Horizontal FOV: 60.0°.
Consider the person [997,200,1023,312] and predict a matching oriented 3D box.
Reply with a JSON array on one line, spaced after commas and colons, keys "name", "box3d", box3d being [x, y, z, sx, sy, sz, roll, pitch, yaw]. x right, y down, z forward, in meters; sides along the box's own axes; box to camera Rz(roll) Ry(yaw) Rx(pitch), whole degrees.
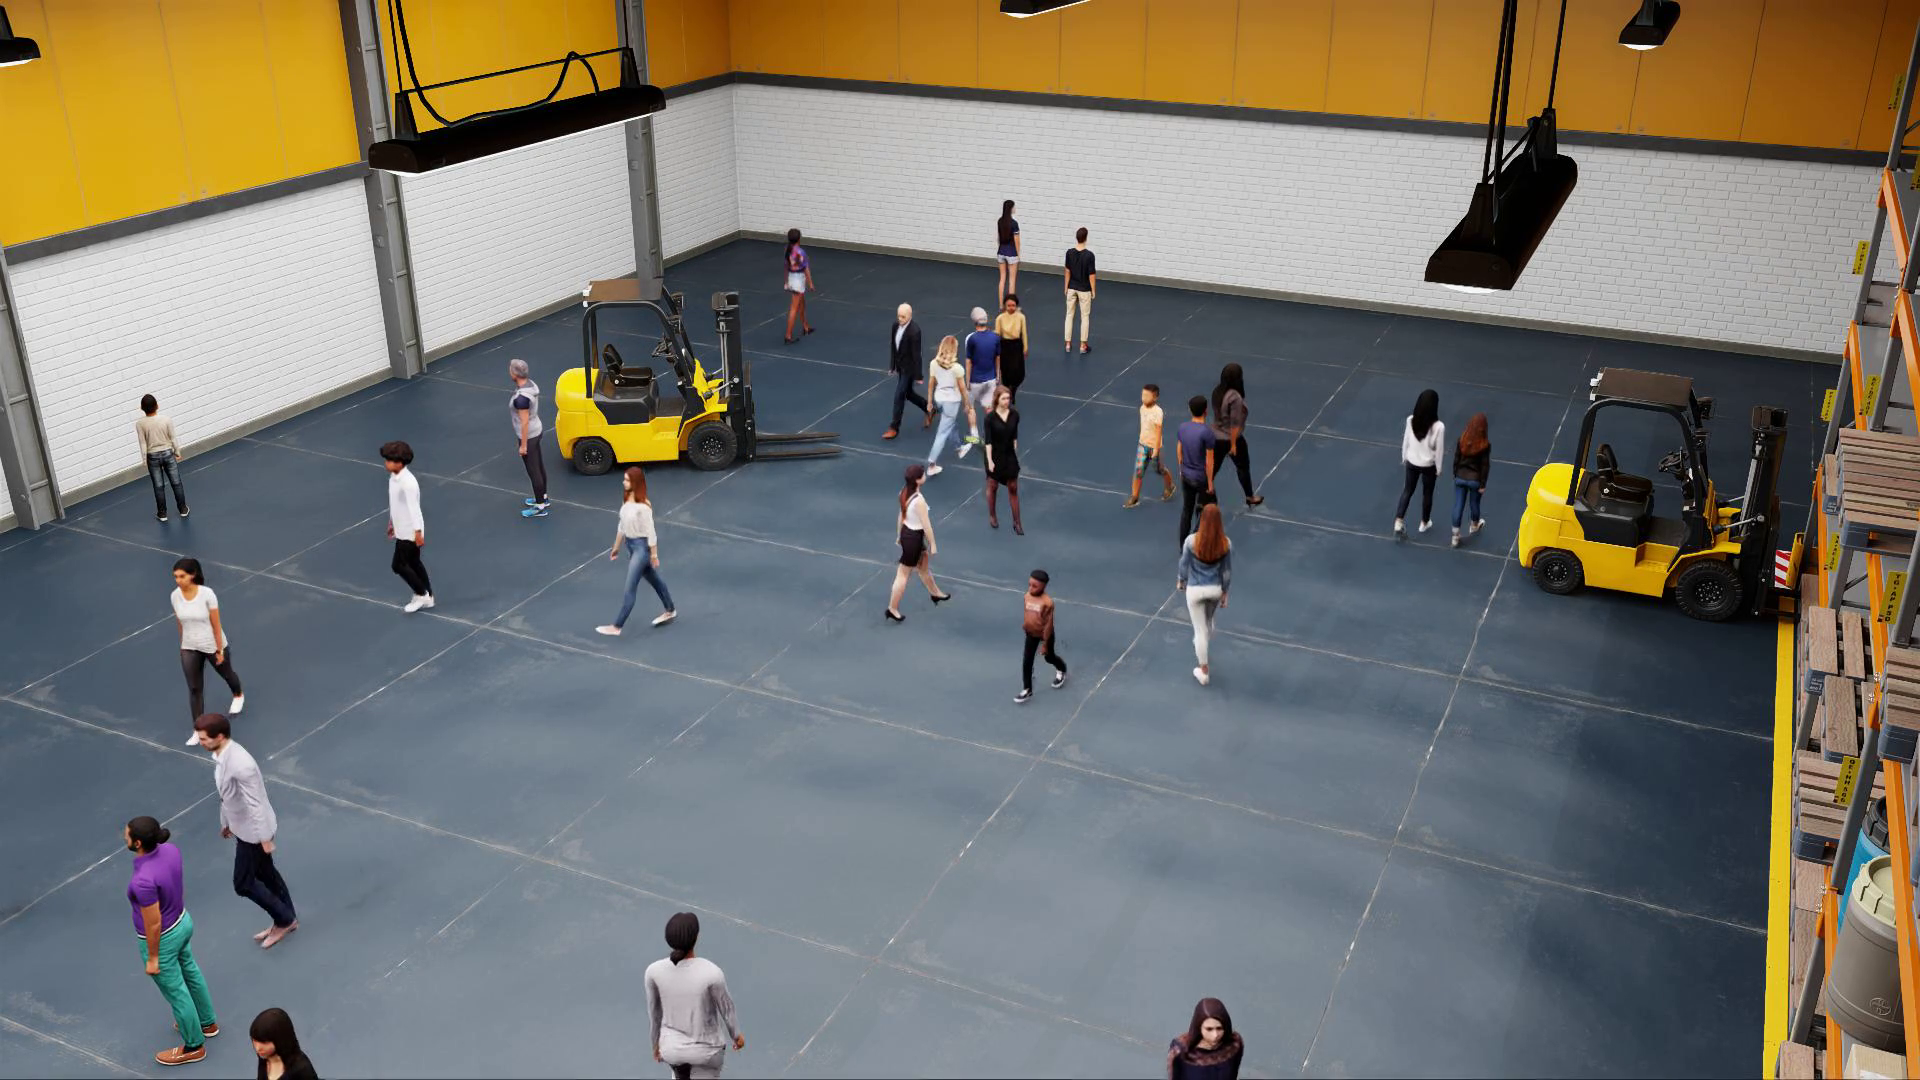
[{"name": "person", "box3d": [0.768, -4.563, 26.665, 0.638, 1.766, 0.618, 19, 30, 37]}]

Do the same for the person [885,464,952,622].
[{"name": "person", "box3d": [-0.541, 0.066, 16.272, 1.083, 1.610, 0.935, -13, 27, -27]}]

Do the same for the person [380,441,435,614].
[{"name": "person", "box3d": [-5.405, -0.140, 16.510, 0.789, 1.797, 0.755, -14, 27, -28]}]

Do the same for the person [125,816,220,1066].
[{"name": "person", "box3d": [-5.003, 2.498, 10.511, 0.780, 1.767, 0.666, -1, 24, -2]}]

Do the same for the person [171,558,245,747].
[{"name": "person", "box3d": [-6.483, 0.892, 14.386, 0.886, 1.606, 1.174, 1, 24, 2]}]

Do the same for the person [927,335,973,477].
[{"name": "person", "box3d": [-0.194, -1.562, 19.939, 0.787, 1.655, 1.223, 16, 28, 32]}]

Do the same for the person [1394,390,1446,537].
[{"name": "person", "box3d": [5.010, -0.818, 18.200, 0.762, 1.686, 0.988, 17, 29, 34]}]

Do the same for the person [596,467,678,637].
[{"name": "person", "box3d": [-3.026, 0.090, 16.123, 1.181, 1.686, 0.982, -14, 27, -29]}]

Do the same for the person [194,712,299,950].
[{"name": "person", "box3d": [-4.862, 1.981, 11.629, 0.815, 1.819, 0.818, -17, 29, -34]}]

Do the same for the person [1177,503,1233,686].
[{"name": "person", "box3d": [2.244, 0.532, 15.137, 0.938, 1.665, 1.077, -4, 24, -8]}]

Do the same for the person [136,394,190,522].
[{"name": "person", "box3d": [-9.016, -0.939, 18.752, 0.596, 1.464, 0.694, -14, 27, -29]}]

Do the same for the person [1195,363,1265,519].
[{"name": "person", "box3d": [2.891, -1.057, 18.606, 1.222, 1.797, 1.057, -14, 27, -28]}]

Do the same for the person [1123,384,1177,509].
[{"name": "person", "box3d": [2.255, -1.091, 19.138, 0.736, 1.434, 1.058, 21, 31, 40]}]

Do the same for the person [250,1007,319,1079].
[{"name": "person", "box3d": [-3.550, 3.186, 9.121, 0.583, 1.621, 0.842, 9, 25, 20]}]

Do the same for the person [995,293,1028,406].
[{"name": "person", "box3d": [0.659, -2.501, 22.106, 0.774, 1.640, 0.828, -4, 24, -9]}]

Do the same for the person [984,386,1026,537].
[{"name": "person", "box3d": [0.405, -0.909, 18.407, 0.919, 1.685, 0.969, -9, 25, -20]}]

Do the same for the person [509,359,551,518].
[{"name": "person", "box3d": [-4.864, -1.175, 18.842, 0.831, 1.825, 0.690, -1, 24, -3]}]

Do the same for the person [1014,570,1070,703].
[{"name": "person", "box3d": [0.770, 0.833, 14.988, 0.655, 1.232, 0.944, 18, 29, 35]}]

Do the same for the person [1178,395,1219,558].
[{"name": "person", "box3d": [2.446, -0.639, 17.684, 0.738, 1.771, 0.750, -22, 32, -40]}]

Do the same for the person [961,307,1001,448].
[{"name": "person", "box3d": [0.305, -1.962, 20.657, 0.836, 1.814, 0.901, -10, 25, -21]}]

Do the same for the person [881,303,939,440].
[{"name": "person", "box3d": [-0.616, -2.188, 21.251, 1.277, 1.751, 1.055, -16, 28, -32]}]

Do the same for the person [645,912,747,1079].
[{"name": "person", "box3d": [-1.565, 2.954, 9.531, 0.737, 1.717, 0.831, 6, 24, 13]}]

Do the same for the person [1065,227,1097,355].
[{"name": "person", "box3d": [1.758, -3.686, 24.551, 0.630, 1.853, 0.534, 10, 25, 21]}]

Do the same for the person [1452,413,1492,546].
[{"name": "person", "box3d": [5.514, -0.637, 18.076, 0.640, 1.452, 0.901, 13, 27, 28]}]

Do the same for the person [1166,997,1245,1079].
[{"name": "person", "box3d": [1.302, 3.175, 9.212, 0.930, 1.568, 1.105, -3, 24, -6]}]

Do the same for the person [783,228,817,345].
[{"name": "person", "box3d": [-2.522, -3.786, 24.954, 1.011, 1.714, 0.799, -20, 30, -38]}]
